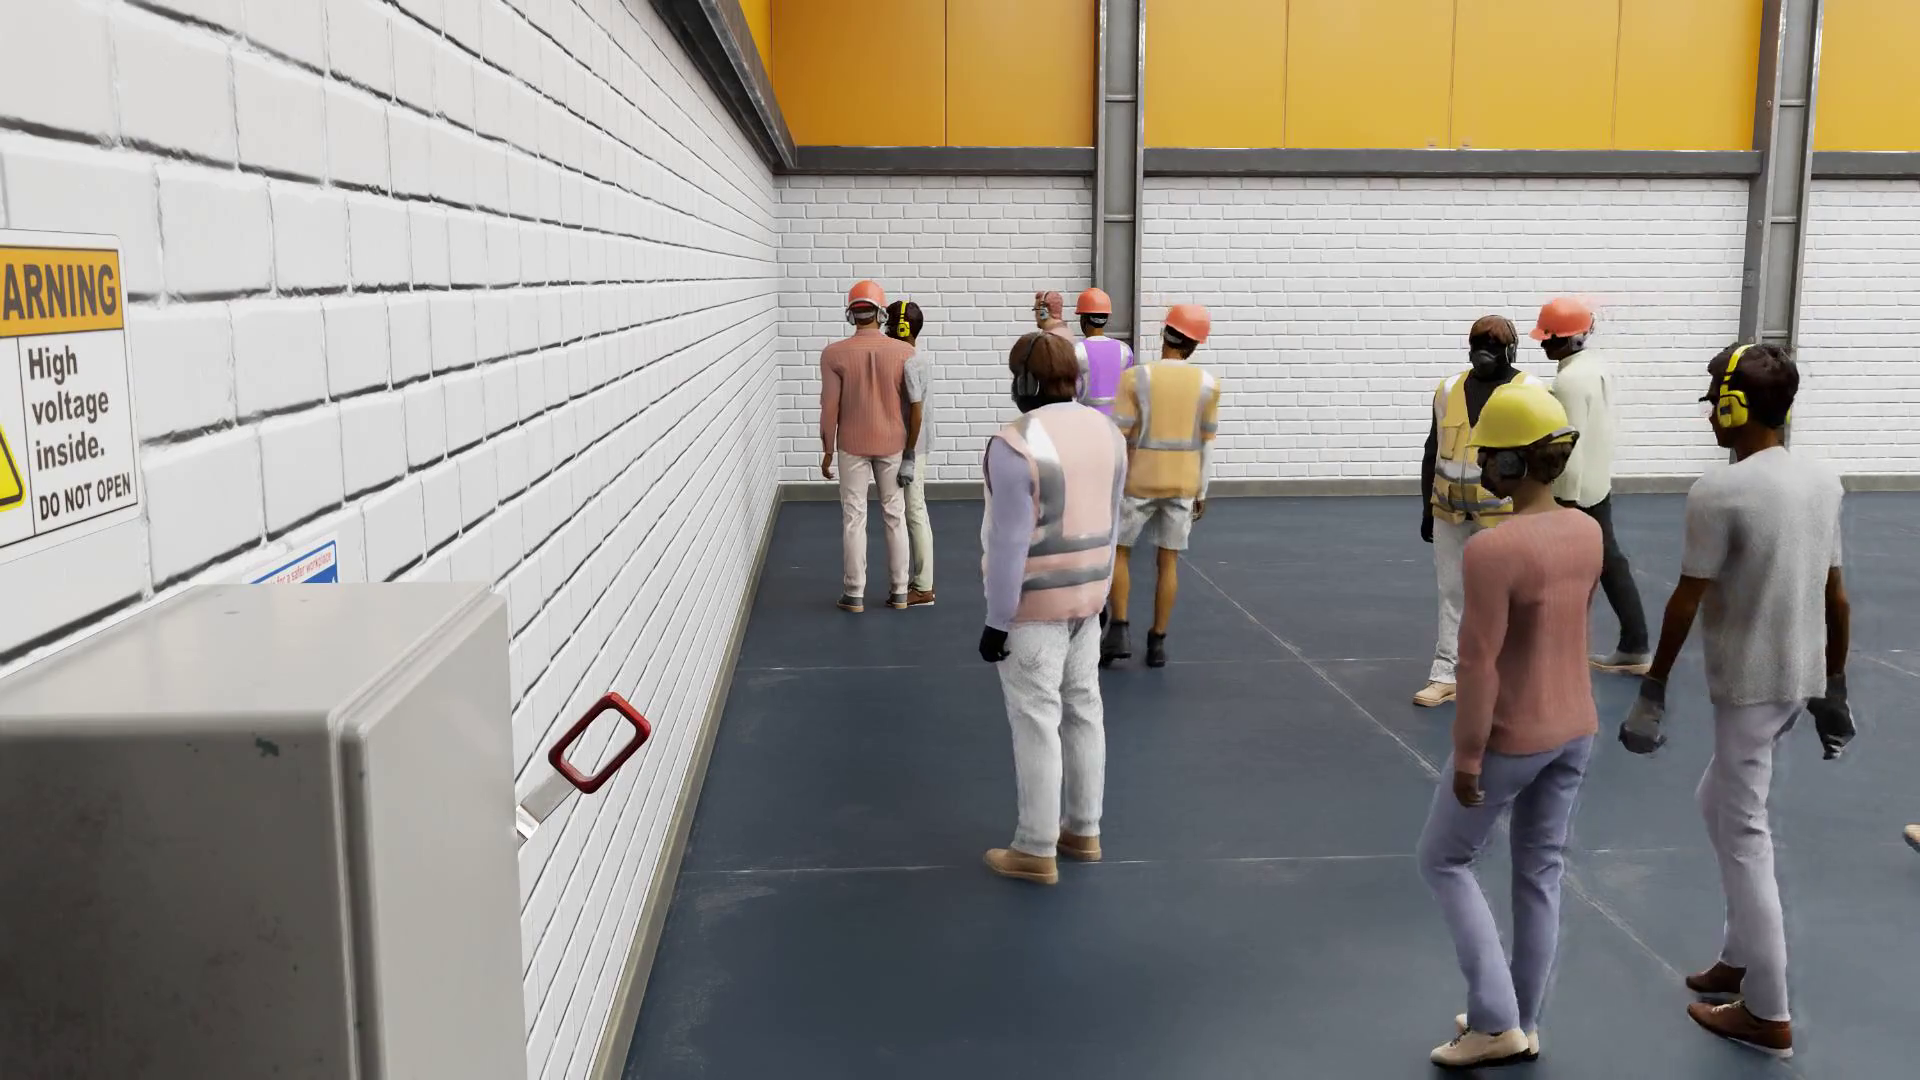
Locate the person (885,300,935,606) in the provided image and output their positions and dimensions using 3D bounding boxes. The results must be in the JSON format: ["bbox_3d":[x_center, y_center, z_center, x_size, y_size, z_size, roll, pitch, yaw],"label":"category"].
[{"bbox_3d":[-0.307,-0.525,10.195,0.310,1.868,0.533,1,9,4],"label":"person"}]

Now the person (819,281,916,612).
[{"bbox_3d":[-0.551,-0.558,10.028,0.612,1.987,0.400,-2,9,-15],"label":"person"}]

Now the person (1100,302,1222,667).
[{"bbox_3d":[1.024,-0.274,8.578,0.664,1.887,0.396,-1,9,-7],"label":"person"}]

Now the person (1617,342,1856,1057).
[{"bbox_3d":[2.051,0.410,4.398,0.543,1.843,0.577,-5,11,-31],"label":"person"}]

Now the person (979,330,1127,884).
[{"bbox_3d":[0.285,0.221,5.600,0.429,1.840,0.633,8,12,41],"label":"person"}]

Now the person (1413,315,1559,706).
[{"bbox_3d":[2.407,-0.111,7.676,0.627,1.845,0.429,8,12,41],"label":"person"}]

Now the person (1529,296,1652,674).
[{"bbox_3d":[3.101,-0.281,8.513,1.069,1.914,0.678,7,11,37],"label":"person"}]

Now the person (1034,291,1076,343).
[{"bbox_3d":[0.687,-0.961,12.823,0.399,1.905,0.643,2,9,11],"label":"person"}]

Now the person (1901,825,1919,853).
[{"bbox_3d":[3.661,0.344,5.397,0.895,1.644,0.547,7,11,37],"label":"person"}]

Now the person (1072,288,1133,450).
[{"bbox_3d":[0.888,-0.715,11.169,0.545,1.938,0.359,-5,10,-28],"label":"person"}]

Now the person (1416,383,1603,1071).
[{"bbox_3d":[1.397,0.485,4.197,0.547,1.760,0.362,-6,11,-32],"label":"person"}]
